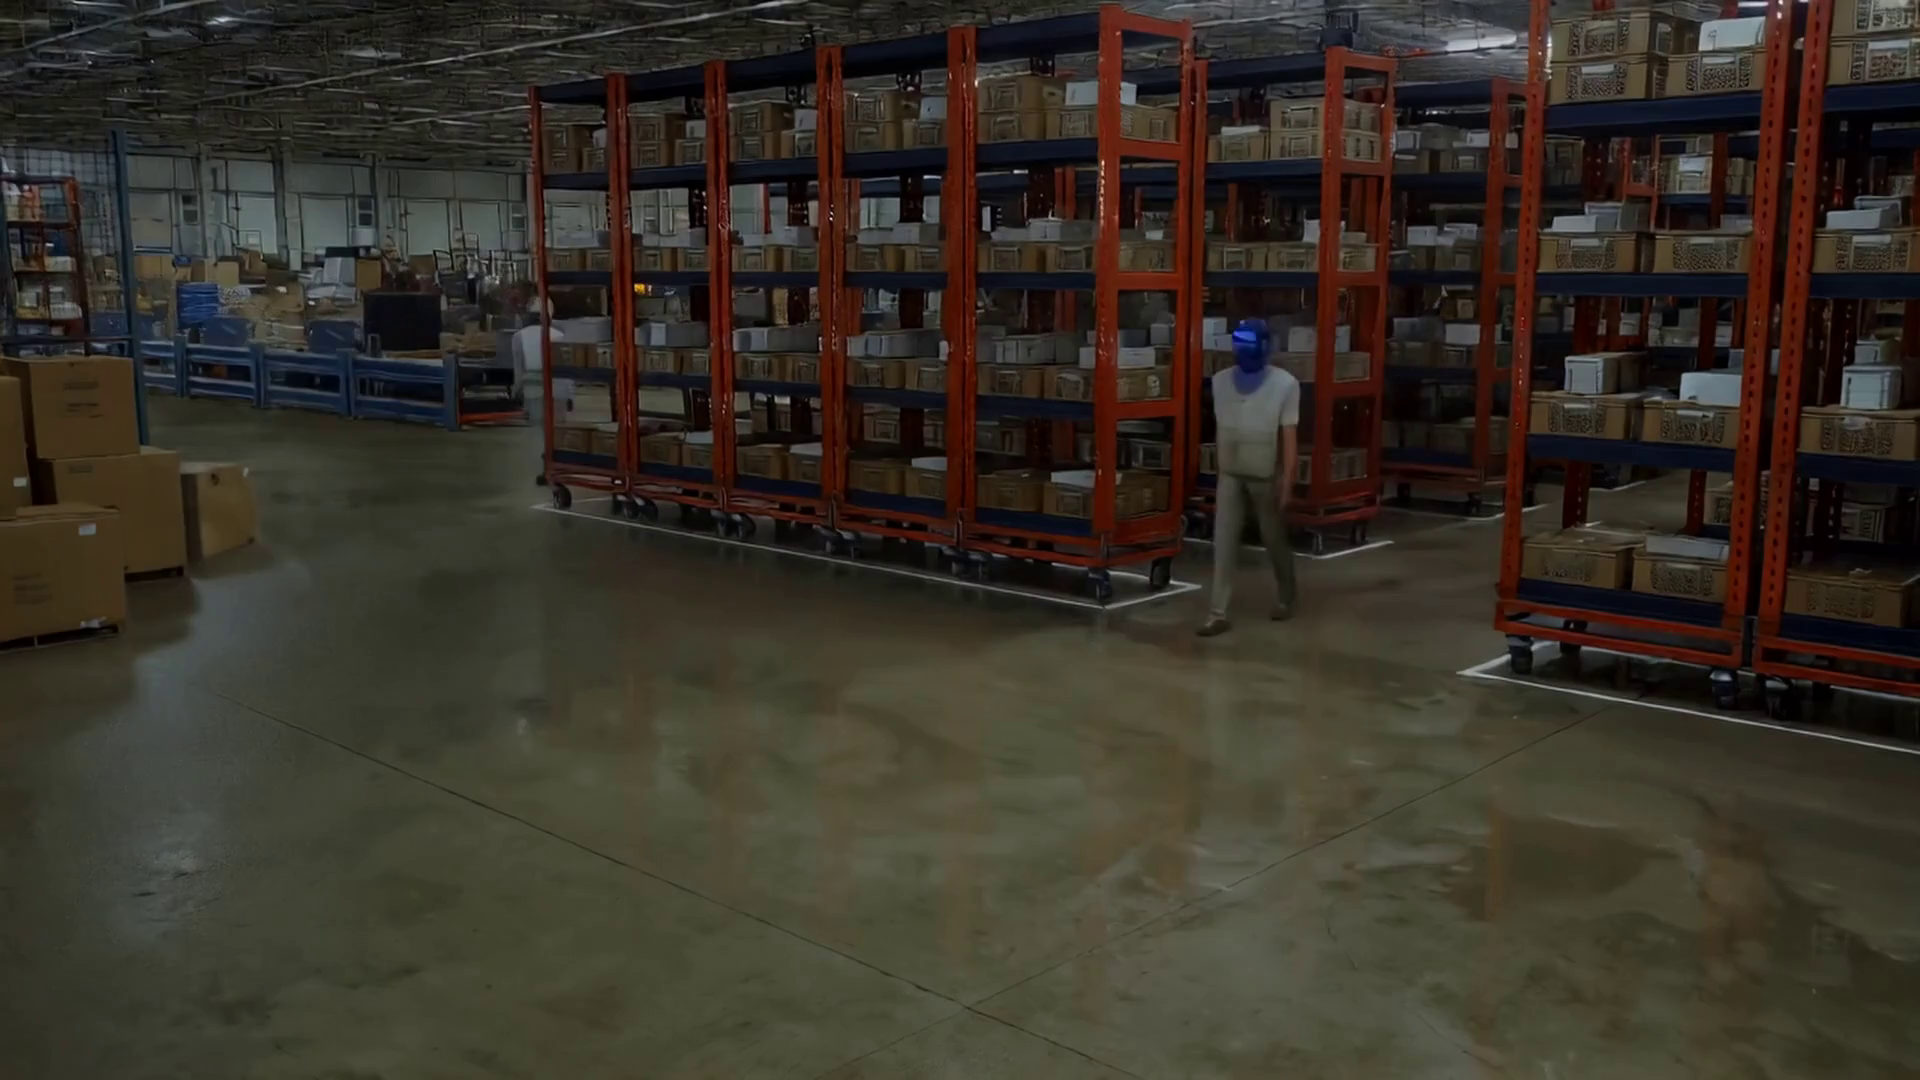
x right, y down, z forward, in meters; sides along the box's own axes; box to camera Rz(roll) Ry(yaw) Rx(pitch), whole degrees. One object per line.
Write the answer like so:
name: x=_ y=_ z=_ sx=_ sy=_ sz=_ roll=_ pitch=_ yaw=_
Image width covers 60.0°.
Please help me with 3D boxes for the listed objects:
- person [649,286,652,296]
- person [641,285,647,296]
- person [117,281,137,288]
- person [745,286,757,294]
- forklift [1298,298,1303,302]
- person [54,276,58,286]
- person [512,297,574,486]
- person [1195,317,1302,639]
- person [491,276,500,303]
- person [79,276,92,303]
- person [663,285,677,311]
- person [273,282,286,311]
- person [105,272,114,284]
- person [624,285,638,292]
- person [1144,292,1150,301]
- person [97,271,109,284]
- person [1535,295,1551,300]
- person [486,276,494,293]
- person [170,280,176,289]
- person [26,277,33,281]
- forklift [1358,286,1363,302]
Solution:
person: x=-11.262 y=-8.804 z=61.184 sx=0.426 sy=1.811 sz=0.613 roll=-1 pitch=9 yaw=-3
person: x=-16.220 y=-12.794 z=85.642 sx=0.801 sy=1.821 sz=0.522 roll=1 pitch=9 yaw=4
person: x=-26.186 y=-7.456 z=52.291 sx=0.658 sy=2.017 sz=0.402 roll=0 pitch=9 yaw=2
person: x=-9.145 y=-10.789 z=73.114 sx=0.587 sy=1.896 sz=0.465 roll=1 pitch=9 yaw=8
forklift: x=10.452 y=-8.266 z=54.626 sx=1.129 sy=2.768 sz=1.873 roll=9 pitch=13 yaw=43
person: x=-38.541 y=-10.494 z=71.329 sx=0.592 sy=1.896 sz=0.899 roll=7 pitch=11 yaw=35
person: x=-3.972 y=-1.434 z=15.984 sx=0.617 sy=1.810 sz=0.545 roll=1 pitch=9 yaw=8
person: x=1.705 y=-0.376 z=9.549 sx=0.580 sy=1.807 sz=0.945 roll=7 pitch=12 yaw=39
person: x=-16.228 y=-8.299 z=58.004 sx=0.796 sy=1.845 sz=0.527 roll=-8 pitch=12 yaw=-39
person: x=-29.675 y=-8.053 z=56.463 sx=0.328 sy=1.861 sz=0.500 roll=2 pitch=9 yaw=12
person: x=-8.895 y=-7.053 z=50.911 sx=0.811 sy=1.670 sz=0.537 roll=8 pitch=12 yaw=42
person: x=-18.077 y=-5.999 z=44.283 sx=0.914 sy=1.715 sz=0.551 roll=-7 pitch=11 yaw=-35
person: x=-38.291 y=-11.096 z=74.828 sx=0.384 sy=1.949 sz=0.604 roll=4 pitch=10 yaw=21
person: x=-12.154 y=-9.041 z=61.945 sx=0.981 sy=2.000 sz=0.693 roll=-7 pitch=12 yaw=-36
person: x=7.014 y=-9.022 z=62.881 sx=0.317 sy=1.695 sz=0.540 roll=1 pitch=9 yaw=4
person: x=-33.879 y=-9.637 z=65.771 sx=0.611 sy=1.985 sz=0.394 roll=5 pitch=11 yaw=30
person: x=10.351 y=-3.673 z=29.637 sx=1.043 sy=1.853 sz=0.644 roll=1 pitch=9 yaw=3
person: x=-22.593 y=-11.901 z=80.432 sx=0.617 sy=1.712 sz=0.728 roll=-5 pitch=10 yaw=-26
person: x=-35.959 y=-11.203 z=76.273 sx=0.492 sy=1.692 sz=0.888 roll=9 pitch=13 yaw=43
person: x=-42.902 y=-11.411 z=76.791 sx=0.378 sy=1.936 sz=0.548 roll=-9 pitch=13 yaw=-44
forklift: x=11.100 y=-7.017 z=46.970 sx=1.873 sy=2.768 sz=1.129 roll=9 pitch=13 yaw=43
